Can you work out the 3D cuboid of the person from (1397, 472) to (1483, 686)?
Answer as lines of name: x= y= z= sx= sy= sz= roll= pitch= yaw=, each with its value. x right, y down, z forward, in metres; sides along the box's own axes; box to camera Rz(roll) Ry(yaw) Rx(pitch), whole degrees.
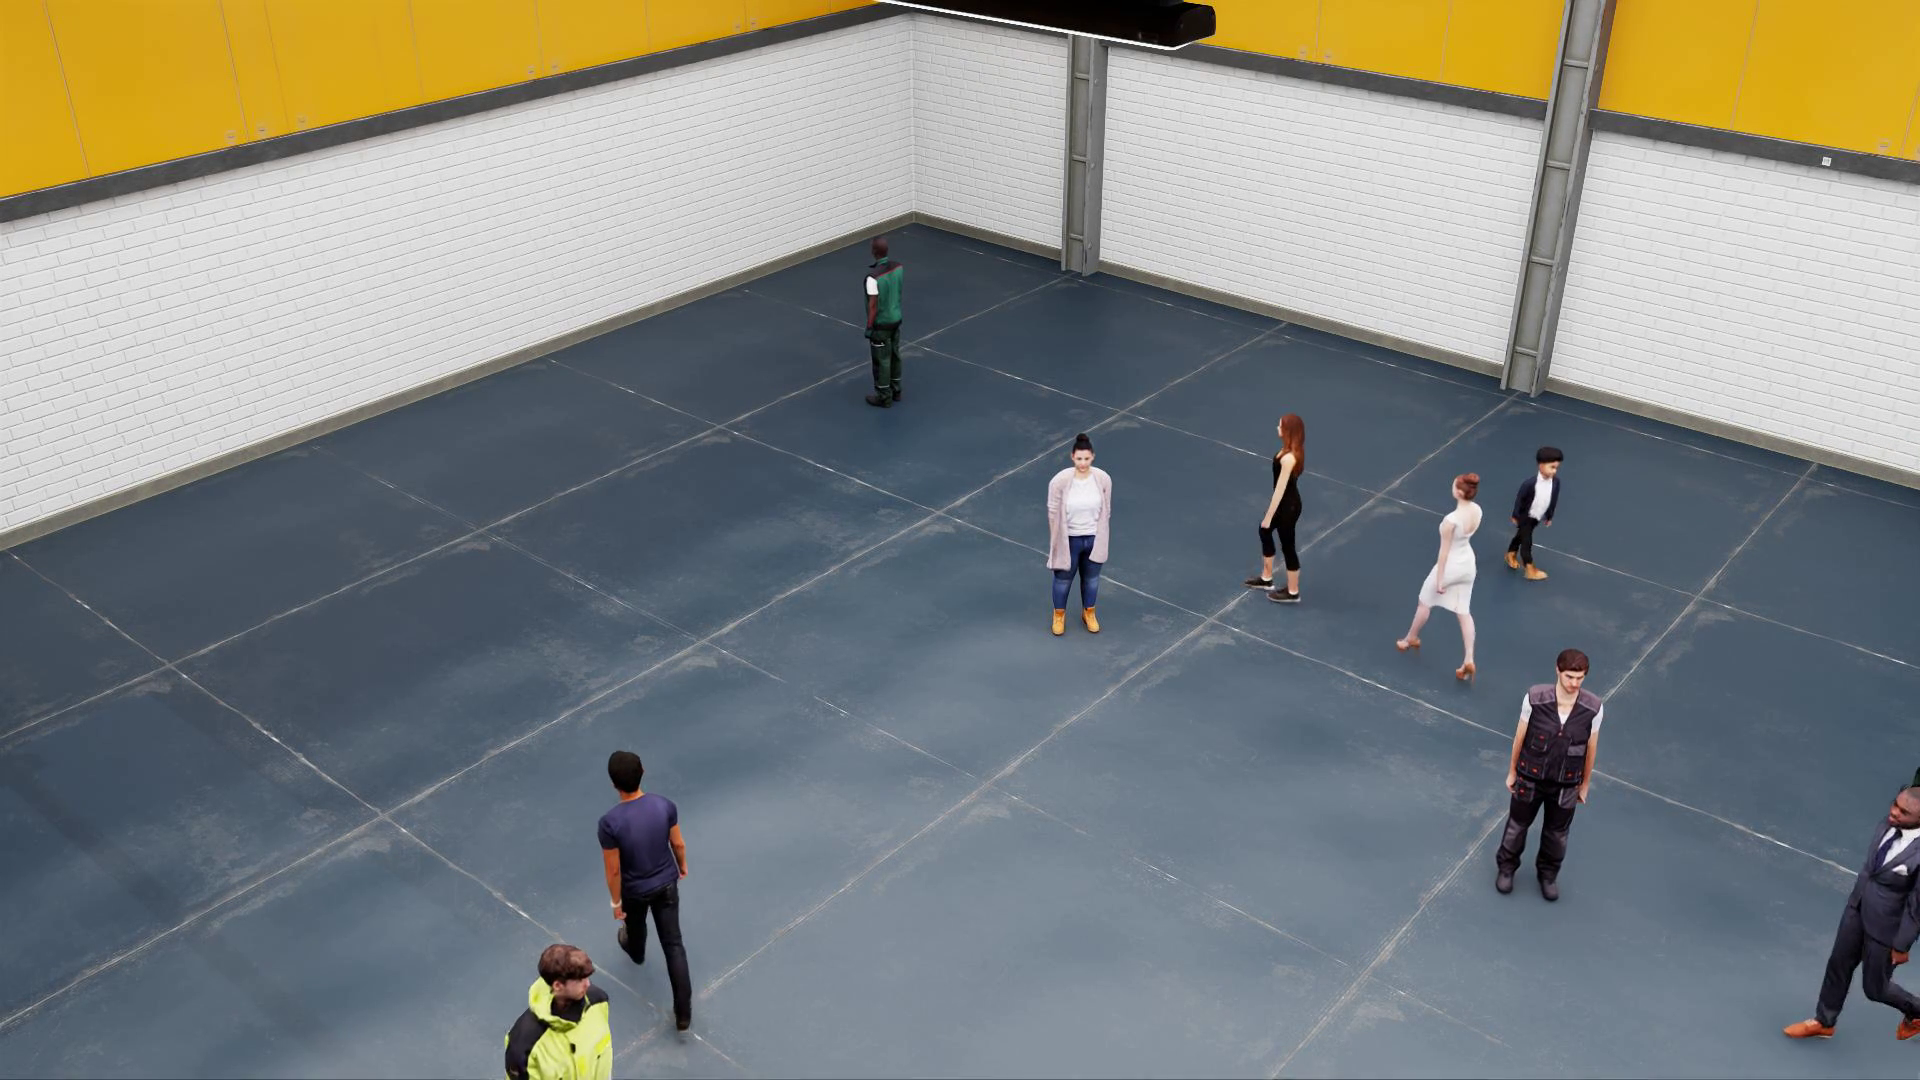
person: x=3.852 y=0.305 z=12.742 sx=0.787 sy=1.756 sz=1.031 roll=-16 pitch=32 yaw=-27

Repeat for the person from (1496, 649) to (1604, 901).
person: x=3.720 y=1.473 z=10.508 sx=0.679 sy=1.843 sz=0.801 roll=8 pitch=30 yaw=14

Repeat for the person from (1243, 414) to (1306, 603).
person: x=2.790 y=-0.242 z=13.786 sx=0.839 sy=1.715 sz=0.748 roll=7 pitch=29 yaw=13

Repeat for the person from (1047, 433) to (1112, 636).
person: x=0.959 y=-0.052 z=13.409 sx=0.792 sy=1.744 sz=0.842 roll=-4 pitch=29 yaw=-7

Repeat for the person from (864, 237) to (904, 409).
person: x=-0.788 y=-2.286 z=17.403 sx=0.613 sy=1.840 sz=0.693 roll=19 pitch=34 yaw=31

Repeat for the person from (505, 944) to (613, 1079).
person: x=-1.995 y=2.733 z=8.115 sx=1.238 sy=1.923 sz=0.789 roll=25 pitch=37 yaw=38

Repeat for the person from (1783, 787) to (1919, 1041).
person: x=5.240 y=2.132 z=9.345 sx=1.118 sy=1.800 sz=1.055 roll=-2 pitch=29 yaw=-3

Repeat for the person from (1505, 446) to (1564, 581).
person: x=4.901 y=-0.269 z=14.378 sx=0.735 sy=1.196 sz=0.852 roll=-5 pitch=29 yaw=-10

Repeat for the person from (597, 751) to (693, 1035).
person: x=-1.758 y=2.057 z=9.560 sx=0.970 sy=1.726 sz=1.281 roll=-14 pitch=32 yaw=-24
